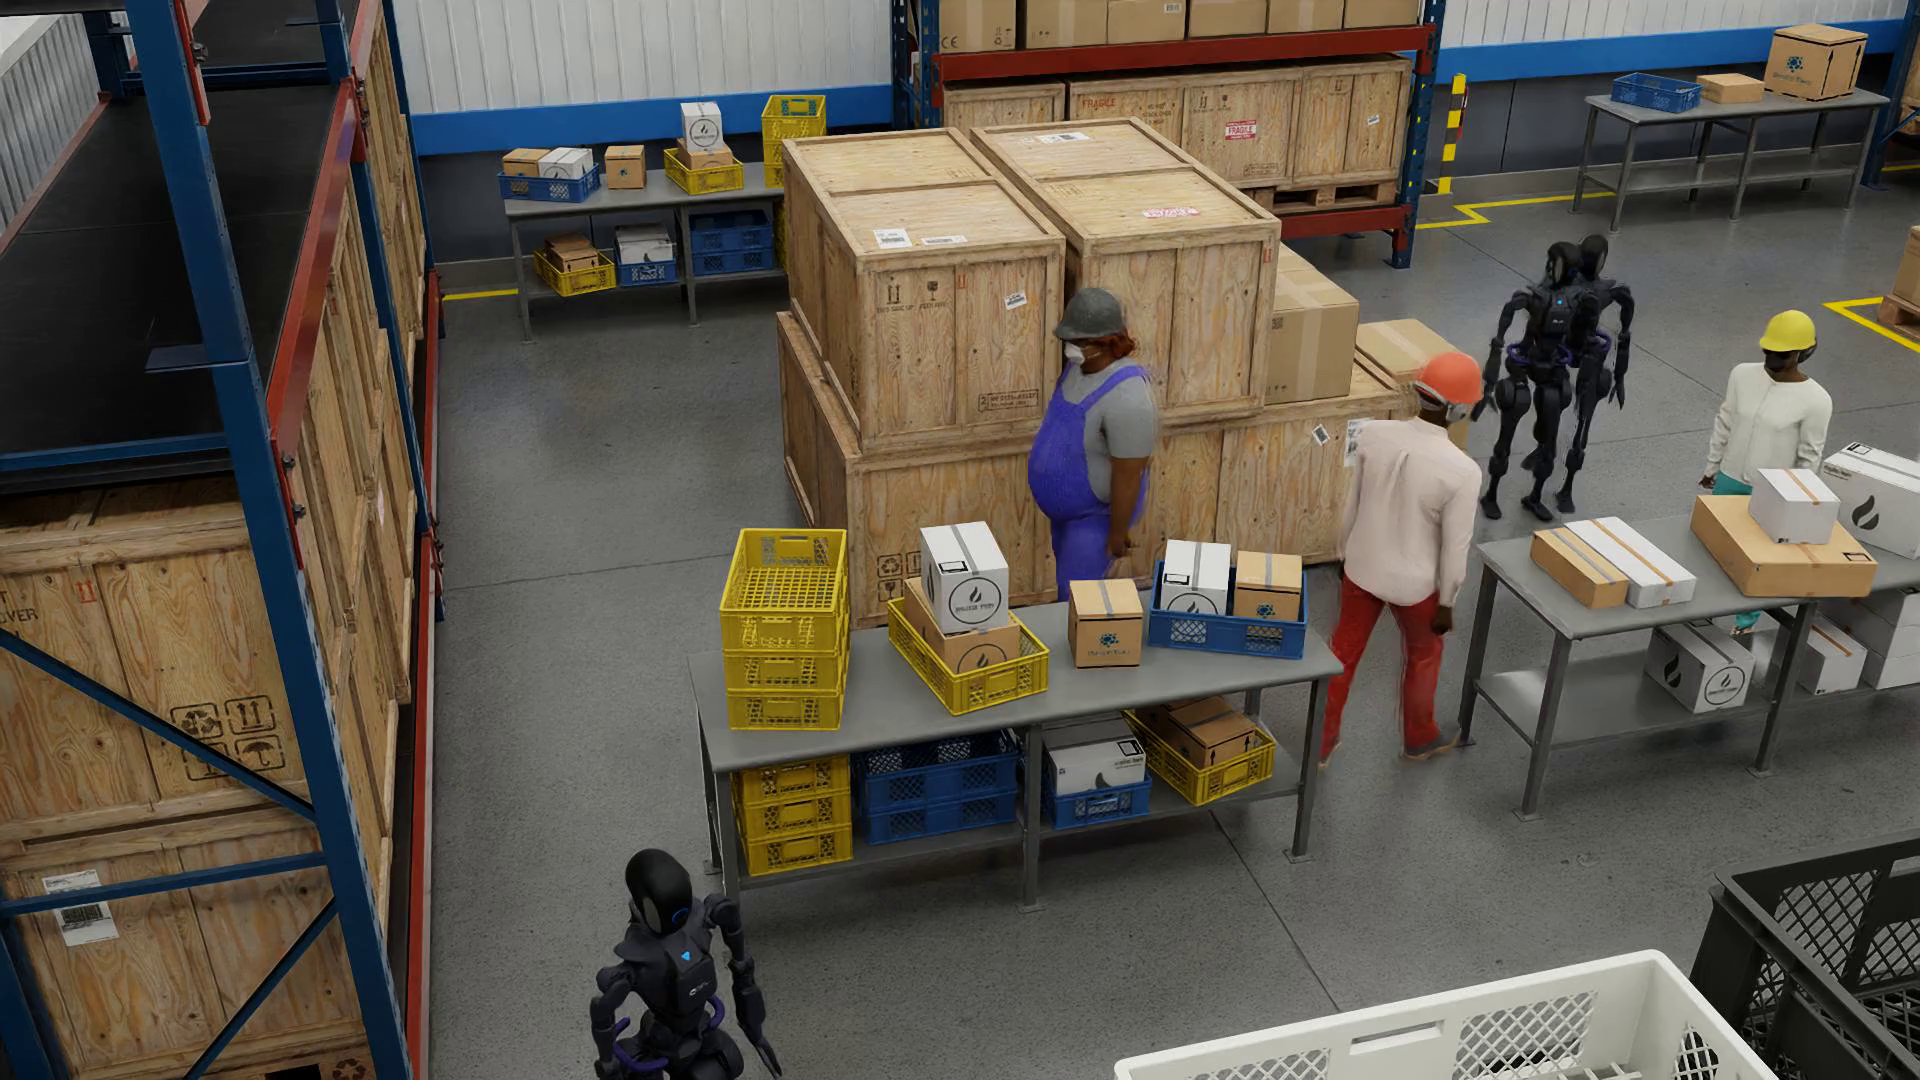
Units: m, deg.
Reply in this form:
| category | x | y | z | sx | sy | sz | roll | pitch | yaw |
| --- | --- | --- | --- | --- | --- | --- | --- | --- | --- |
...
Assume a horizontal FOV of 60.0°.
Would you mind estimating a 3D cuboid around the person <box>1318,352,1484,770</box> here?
| category | x | y | z | sx | sy | sz | roll | pitch | yaw |
| --- | --- | --- | --- | --- | --- | --- | --- | --- | --- |
| person | 1.908 | 0.130 | 7.149 | 0.693 | 1.952 | 0.614 | -25 | 37 | -38 |

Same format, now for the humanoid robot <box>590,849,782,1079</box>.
| category | x | y | z | sx | sy | sz | roll | pitch | yaw |
| --- | --- | --- | --- | --- | --- | --- | --- | --- | --- |
| humanoid robot | -0.799 | 1.553 | 4.837 | 0.333 | 1.648 | 0.589 | 22 | 36 | 35 |

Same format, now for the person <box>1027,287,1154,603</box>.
| category | x | y | z | sx | sy | sz | roll | pitch | yaw |
| --- | --- | --- | --- | --- | --- | --- | --- | --- | --- |
| person | 0.581 | -0.220 | 7.681 | 0.549 | 2.000 | 0.701 | -7 | 30 | -13 |

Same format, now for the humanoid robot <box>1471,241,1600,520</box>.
| category | x | y | z | sx | sy | sz | roll | pitch | yaw |
| --- | --- | --- | --- | --- | --- | --- | --- | --- | --- |
| humanoid robot | 3.173 | -0.855 | 9.209 | 0.658 | 1.647 | 0.405 | 0 | 29 | 0 |

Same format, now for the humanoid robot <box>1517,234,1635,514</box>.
| category | x | y | z | sx | sy | sz | roll | pitch | yaw |
| --- | --- | --- | --- | --- | --- | --- | --- | --- | --- |
| humanoid robot | 3.520 | -1.032 | 9.560 | 0.636 | 1.624 | 0.656 | 11 | 31 | 19 |

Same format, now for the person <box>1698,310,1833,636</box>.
| category | x | y | z | sx | sy | sz | roll | pitch | yaw |
| --- | --- | --- | --- | --- | --- | --- | --- | --- | --- |
| person | 3.855 | -0.281 | 8.073 | 0.326 | 1.768 | 0.524 | -20 | 34 | -31 |
